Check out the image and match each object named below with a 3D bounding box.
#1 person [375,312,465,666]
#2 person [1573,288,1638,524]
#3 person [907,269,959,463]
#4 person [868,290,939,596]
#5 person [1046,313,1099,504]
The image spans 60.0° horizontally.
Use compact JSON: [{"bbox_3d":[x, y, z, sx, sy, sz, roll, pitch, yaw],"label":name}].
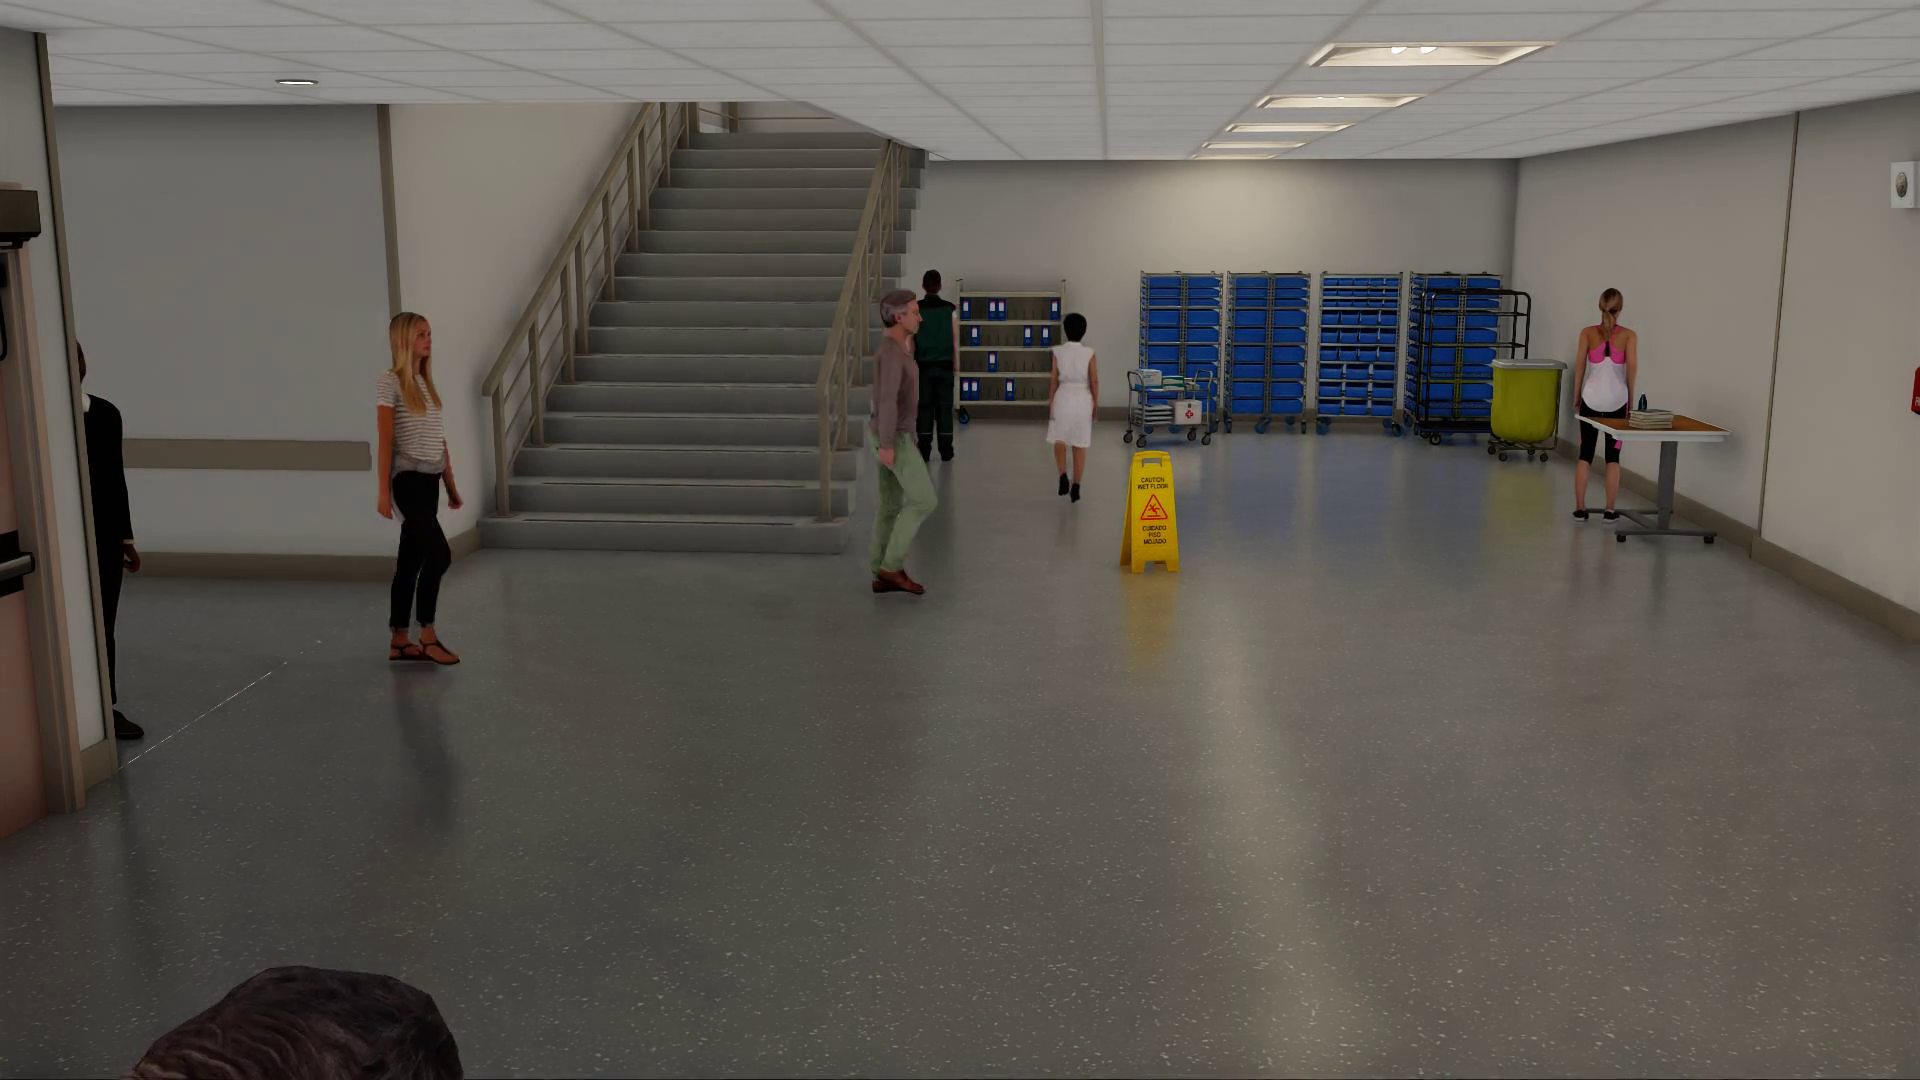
[{"bbox_3d":[-2.905,-0.248,8.555,0.692,1.813,0.608,2,11,9],"label":"person"},{"bbox_3d":[4.931,-1.029,12.746,0.671,1.784,0.660,6,12,29],"label":"person"},{"bbox_3d":[-0.265,-1.692,16.089,0.676,1.841,0.614,-1,11,-4],"label":"person"},{"bbox_3d":[-0.492,-0.572,10.138,0.784,1.859,0.631,0,11,-2],"label":"person"},{"bbox_3d":[0.918,-1.065,13.584,0.574,1.542,0.577,1,11,3],"label":"person"}]
